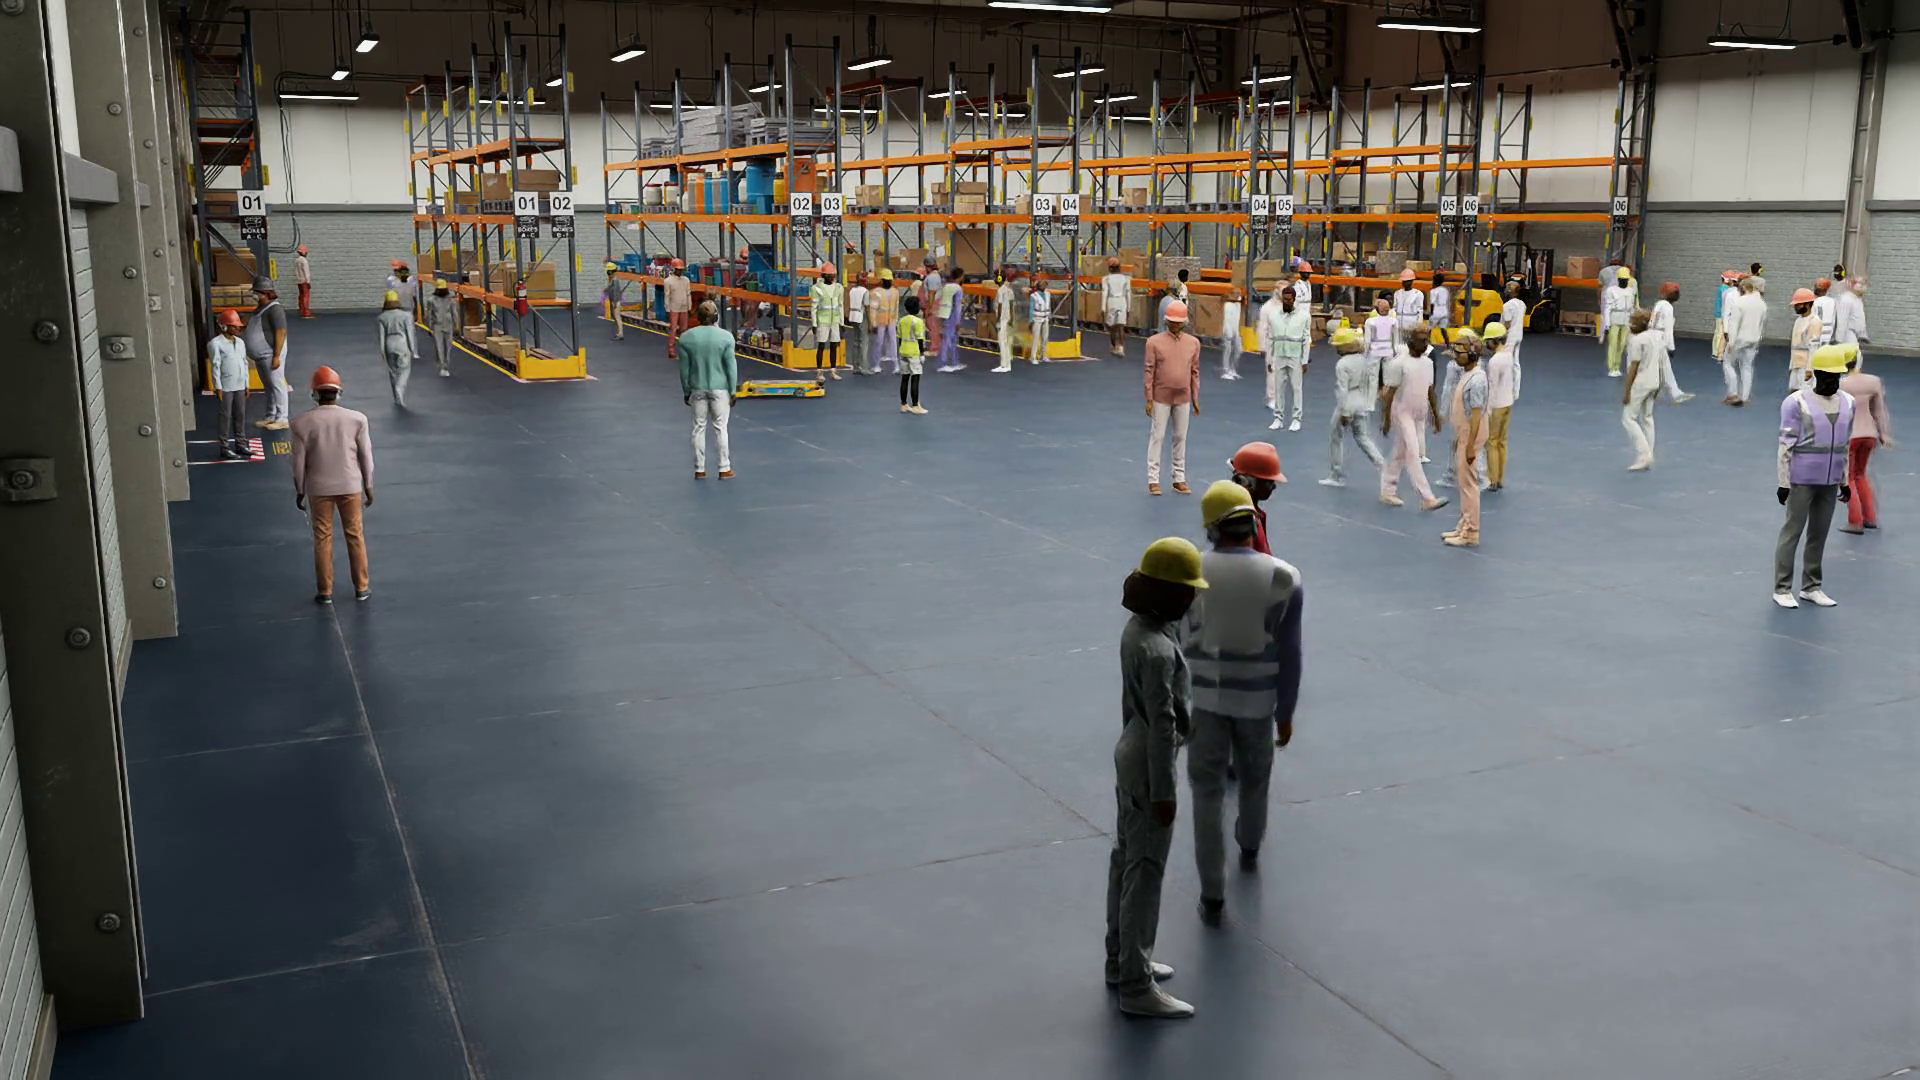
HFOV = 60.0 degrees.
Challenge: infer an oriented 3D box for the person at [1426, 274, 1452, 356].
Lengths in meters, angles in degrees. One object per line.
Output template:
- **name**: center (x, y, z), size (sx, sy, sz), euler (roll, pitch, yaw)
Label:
- **person**: center (9.634, -4.559, 33.702), size (0.547, 1.637, 0.851), euler (-7, 13, -32)

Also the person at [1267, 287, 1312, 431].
- **person**: center (4.370, -2.410, 22.129), size (0.584, 1.911, 0.391), euler (6, 13, 28)

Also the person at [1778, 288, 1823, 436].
- **person**: center (10.712, -2.235, 21.192), size (0.384, 1.926, 0.550), euler (0, 11, 2)

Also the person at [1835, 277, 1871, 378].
- **person**: center (14.011, -3.167, 26.049), size (0.704, 1.875, 0.649), euler (8, 14, 35)

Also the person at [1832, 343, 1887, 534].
- **person**: center (8.017, -0.907, 14.965), size (0.594, 1.711, 0.397), euler (-2, 11, -9)

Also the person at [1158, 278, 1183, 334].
- **person**: center (3.072, -2.858, 24.354), size (0.367, 1.932, 0.623), euler (-2, 11, -10)

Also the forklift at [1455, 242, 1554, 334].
- **forklift**: center (13.047, -6.049, 39.881), size (2.313, 2.155, 1.214), euler (-5, 12, -23)

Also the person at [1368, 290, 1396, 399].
- **person**: center (6.562, -3.035, 25.829), size (0.530, 1.697, 0.321), euler (-7, 13, -32)

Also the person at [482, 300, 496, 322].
- **person**: center (-12.494, -6.679, 44.002), size (0.561, 1.837, 0.388), euler (4, 12, 18)

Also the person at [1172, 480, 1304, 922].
- **person**: center (1.118, 0.630, 7.009), size (0.584, 1.768, 0.889), euler (1, 11, 4)

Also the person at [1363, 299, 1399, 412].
- **person**: center (6.088, -2.666, 24.092), size (0.516, 1.645, 0.308), euler (-1, 11, -6)

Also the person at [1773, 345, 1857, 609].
- **person**: center (6.254, -0.458, 12.145), size (0.596, 1.925, 0.372), euler (-2, 11, -12)

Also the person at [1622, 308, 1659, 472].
- **person**: center (7.658, -1.677, 18.615), size (0.656, 1.827, 0.401), euler (-10, 15, -42)

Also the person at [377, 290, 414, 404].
- **person**: center (-8.482, -2.887, 24.985), size (0.492, 1.721, 0.677), euler (-1, 11, -6)

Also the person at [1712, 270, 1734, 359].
- **person**: center (15.119, -4.453, 32.913), size (0.333, 1.745, 0.559), euler (3, 11, 14)

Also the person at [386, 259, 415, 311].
- **person**: center (-11.760, -4.956, 35.022), size (0.556, 1.920, 0.735), euler (-2, 11, -10)

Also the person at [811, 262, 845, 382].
- **person**: center (-2.240, -3.728, 28.473), size (0.614, 2.040, 0.390), euler (-6, 13, -28)

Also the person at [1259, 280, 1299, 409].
- **person**: center (4.700, -2.871, 24.481), size (0.689, 1.899, 0.466), euler (-5, 12, -23)

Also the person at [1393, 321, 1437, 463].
- **person**: center (5.236, -1.702, 19.213), size (0.523, 1.636, 0.310), euler (8, 14, 35)

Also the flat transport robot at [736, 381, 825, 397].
- **flat transport robot**: center (-2.843, -2.390, 26.188), size (1.431, 0.197, 0.652), euler (-1, 11, -3)

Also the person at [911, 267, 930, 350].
- **person**: center (-0.825, -4.865, 34.997), size (0.344, 1.749, 0.567), euler (-6, 13, -29)

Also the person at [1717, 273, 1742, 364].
- **person**: center (14.820, -4.238, 31.836), size (0.360, 1.742, 0.561), euler (-5, 12, -22)

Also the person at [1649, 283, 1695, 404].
- **person**: center (10.577, -2.935, 24.967), size (1.012, 1.825, 0.587), euler (3, 11, 14)

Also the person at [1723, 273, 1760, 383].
- **person**: center (13.186, -3.565, 28.086), size (0.578, 1.879, 0.353), euler (1, 11, 6)

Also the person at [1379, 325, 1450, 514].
- **person**: center (4.423, -1.165, 16.065), size (0.539, 1.794, 0.948), euler (-7, 13, -32)

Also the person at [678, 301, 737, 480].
- **person**: center (-2.704, -1.606, 17.956), size (0.632, 1.939, 0.368), euler (1, 11, 6)

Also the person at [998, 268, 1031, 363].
- **person**: center (1.083, -4.321, 32.038), size (0.560, 1.822, 0.624), euler (5, 12, 22)

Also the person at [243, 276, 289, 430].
- **person**: center (-9.280, -2.498, 22.226), size (0.537, 2.000, 0.678), euler (-10, 15, -40)

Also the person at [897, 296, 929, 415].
- **person**: center (-0.689, -2.648, 23.861), size (0.322, 1.697, 0.533), euler (-9, 14, -38)

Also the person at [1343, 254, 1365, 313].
- **person**: center (10.307, -6.604, 43.702), size (0.584, 1.804, 0.868), euler (-6, 13, -29)

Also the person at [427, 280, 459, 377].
- **person**: center (-9.040, -3.696, 29.150), size (0.505, 1.698, 0.864), euler (-5, 12, -24)

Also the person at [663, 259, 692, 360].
- **person**: center (-5.542, -4.537, 32.753), size (0.405, 1.983, 0.619), euler (11, 15, 44)

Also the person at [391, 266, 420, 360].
- **person**: center (-10.865, -4.423, 32.549), size (0.541, 1.834, 0.874), euler (-5, 12, -23)

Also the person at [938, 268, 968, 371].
- **person**: center (-0.092, -4.024, 30.427), size (0.749, 1.875, 0.632), euler (-5, 12, -24)

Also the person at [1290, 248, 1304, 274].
- **person**: center (9.852, -7.639, 48.875), size (0.619, 1.839, 0.430), euler (8, 14, 36)

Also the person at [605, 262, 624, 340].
- **person**: center (-7.872, -5.421, 37.810), size (0.344, 1.760, 0.524), euler (-4, 12, -20)

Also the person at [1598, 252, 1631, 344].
- **person**: center (14.426, -5.347, 36.704), size (0.685, 2.000, 0.535), euler (5, 12, 23)

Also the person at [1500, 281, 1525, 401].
- **person**: center (8.415, -3.030, 25.427), size (0.514, 1.844, 0.328), euler (-10, 15, -41)
